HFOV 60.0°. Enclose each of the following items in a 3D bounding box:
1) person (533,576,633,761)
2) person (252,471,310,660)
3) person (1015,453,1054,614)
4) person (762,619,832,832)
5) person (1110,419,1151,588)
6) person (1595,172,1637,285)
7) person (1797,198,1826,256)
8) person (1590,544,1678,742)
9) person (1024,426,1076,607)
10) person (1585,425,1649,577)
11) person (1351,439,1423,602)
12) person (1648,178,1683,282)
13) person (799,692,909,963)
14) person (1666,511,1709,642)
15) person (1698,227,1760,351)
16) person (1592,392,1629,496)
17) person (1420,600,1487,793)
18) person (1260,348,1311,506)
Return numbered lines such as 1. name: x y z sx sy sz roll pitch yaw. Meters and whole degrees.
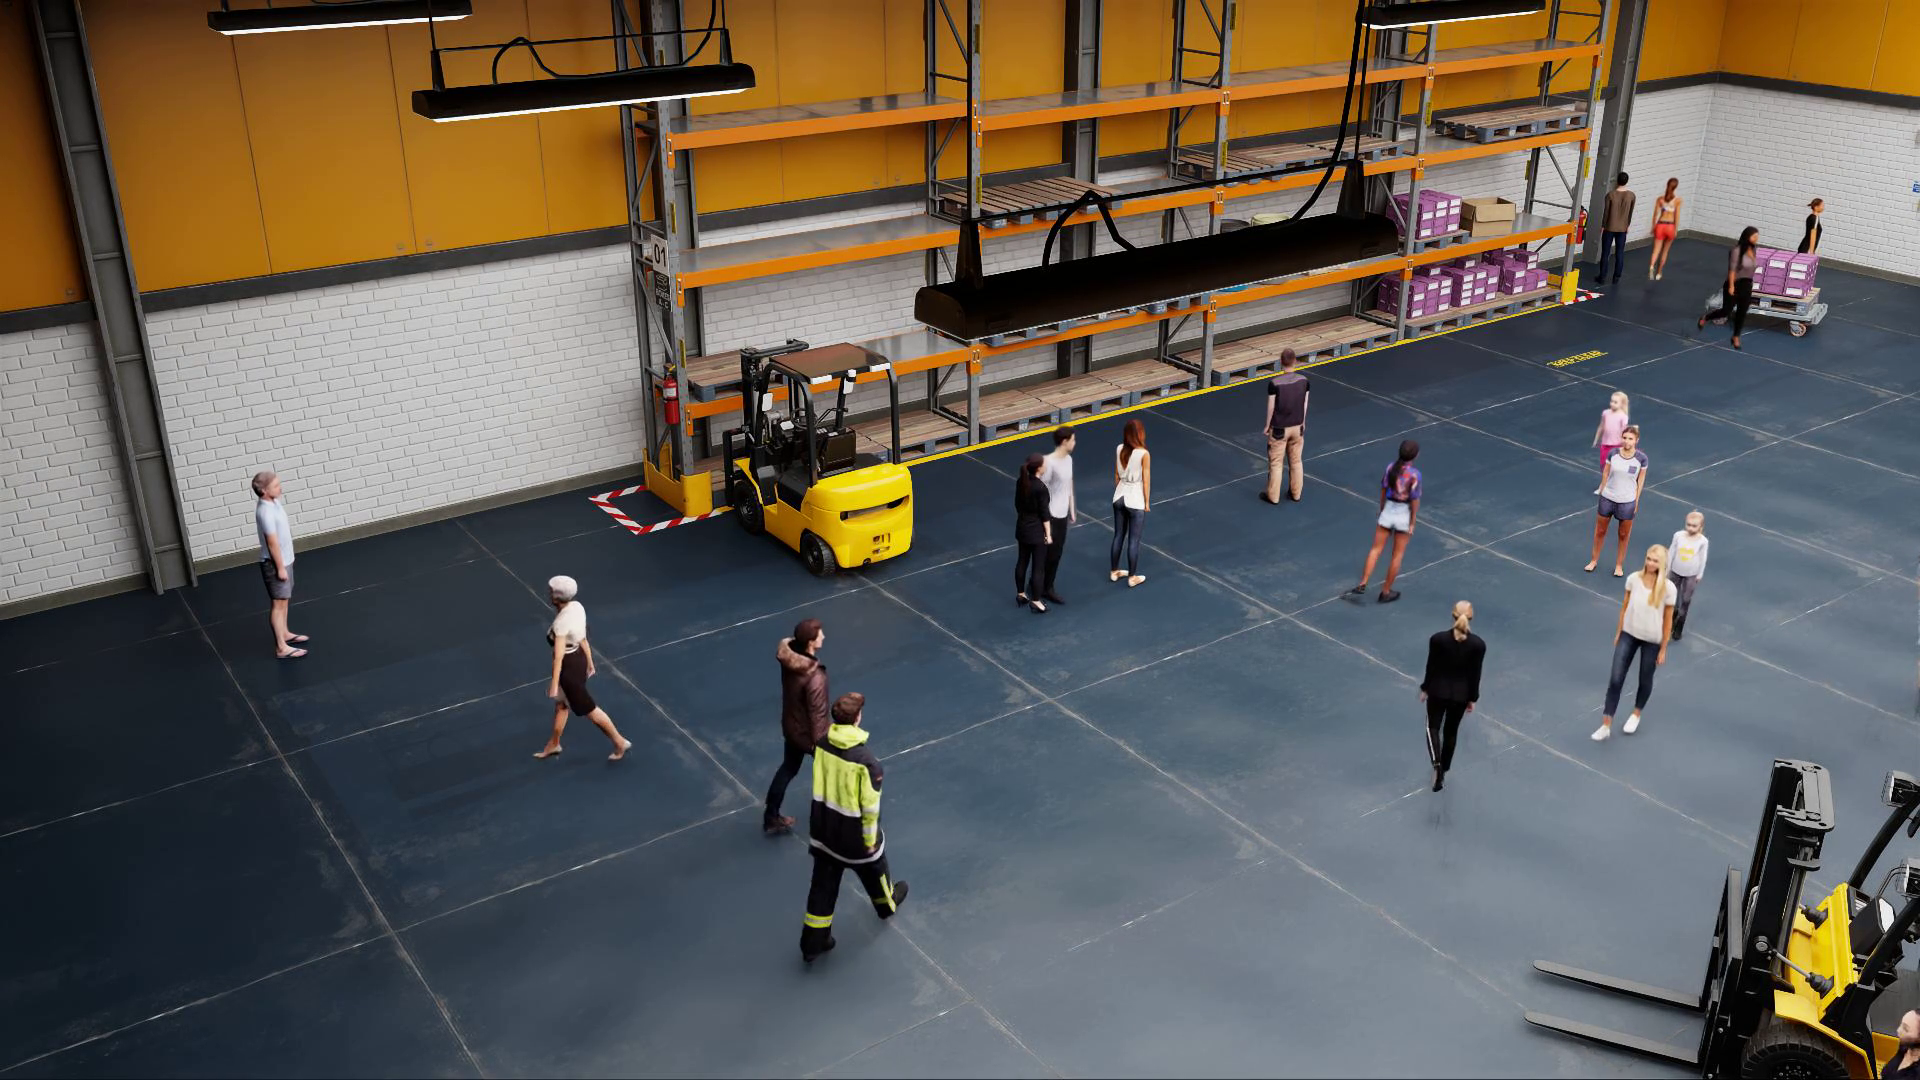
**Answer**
1. person: -3.099 1.123 13.747 1.167 1.711 1.032 1 24 2
2. person: -6.459 0.208 15.693 0.672 1.829 0.702 -5 24 -12
3. person: 0.709 -0.076 16.552 0.543 1.661 0.604 -17 29 -34
4. person: -1.265 1.467 12.848 1.172 1.801 0.800 -13 27 -27
5. person: 1.736 -0.386 17.111 0.626 1.782 0.598 19 30 36
6. person: 11.122 -5.293 28.204 0.722 1.889 0.800 2 24 5
7. person: 13.914 -4.785 27.315 0.718 1.668 0.631 8 25 17
8. person: 5.882 0.851 14.274 0.792 1.788 1.025 18 29 35
9. person: 0.902 -0.252 16.723 0.738 1.846 0.882 -21 31 -40
10. person: 6.886 -0.422 17.388 0.668 1.625 0.683 12 26 25
11. person: 4.352 -0.181 16.714 0.713 1.725 0.818 20 30 38
12. person: 11.921 -5.220 28.180 0.843 1.773 1.083 13 27 28
13. person: -0.840 2.009 11.445 1.072 1.932 1.387 16 28 32
14. person: 7.076 0.294 16.203 0.613 1.263 0.787 18 29 35
15. person: 11.510 -3.769 24.804 1.011 1.819 0.850 -10 25 -21
16. person: 7.658 -1.142 19.486 0.500 1.265 0.486 -16 28 -32
17. person: 3.925 1.305 13.355 0.890 1.692 0.949 4 24 10
18. person: 3.760 -1.314 19.159 0.657 1.841 0.820 -6 24 -14
